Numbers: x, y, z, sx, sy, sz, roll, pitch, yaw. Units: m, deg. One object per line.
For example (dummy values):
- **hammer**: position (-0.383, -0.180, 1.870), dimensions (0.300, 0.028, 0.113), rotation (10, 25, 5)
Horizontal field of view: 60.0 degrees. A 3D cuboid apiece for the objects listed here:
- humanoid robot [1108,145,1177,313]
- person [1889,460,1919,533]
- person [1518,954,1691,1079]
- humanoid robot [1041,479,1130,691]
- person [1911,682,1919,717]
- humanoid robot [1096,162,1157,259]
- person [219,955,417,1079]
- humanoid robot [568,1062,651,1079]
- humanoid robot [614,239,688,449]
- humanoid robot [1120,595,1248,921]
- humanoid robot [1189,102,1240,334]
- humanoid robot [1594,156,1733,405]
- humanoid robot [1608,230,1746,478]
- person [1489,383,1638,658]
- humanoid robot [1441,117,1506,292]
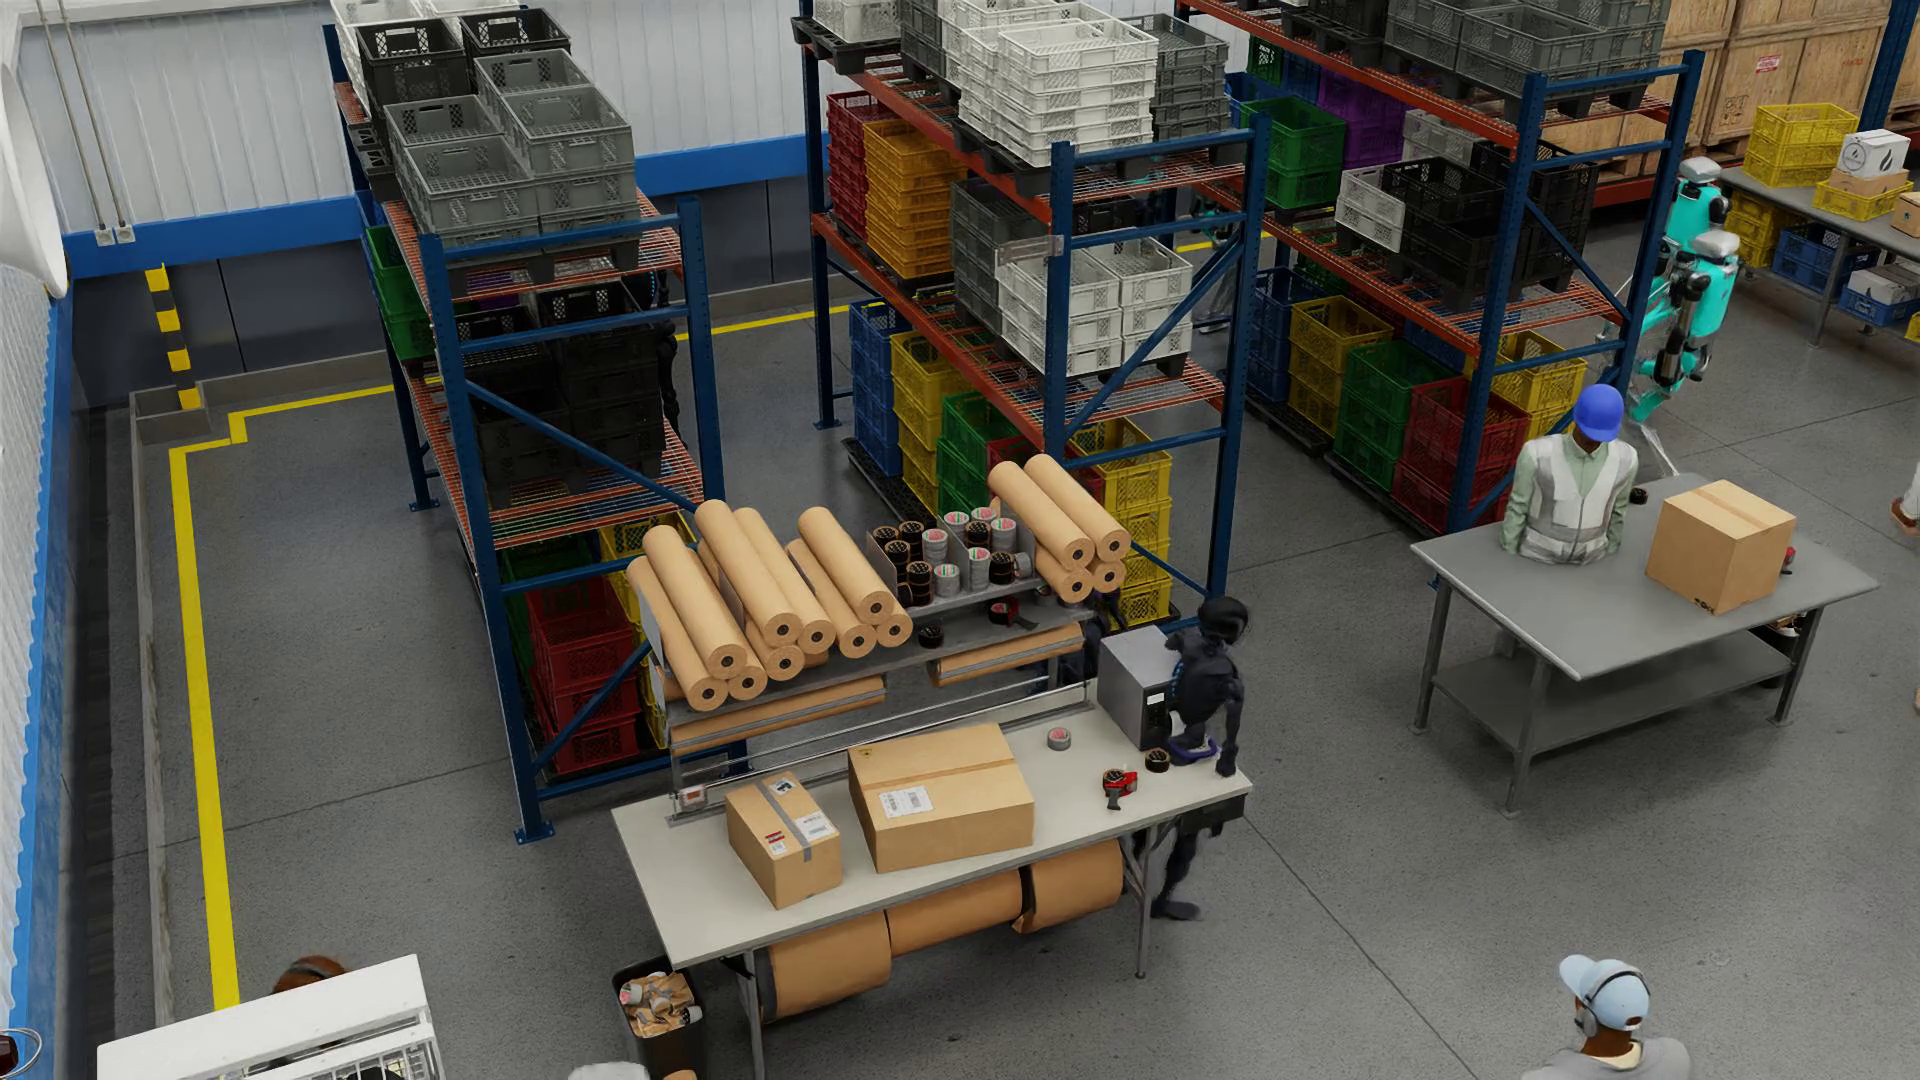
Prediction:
- **humanoid robot**: position (1.454, -2.452, 12.604), dimensions (0.550, 1.842, 0.733), rotation (18, 36, 26)
- **person**: position (5.947, -0.779, 9.724), dimensions (0.593, 1.853, 0.826), rotation (6, 32, 10)
- **person**: position (1.880, 2.002, 5.208), dimensions (0.598, 1.850, 0.394), rotation (-10, 33, -16)
- **humanoid robot**: position (0.551, 0.414, 7.995), dimensions (0.521, 1.656, 0.604), rotation (21, 37, 30)
- **person**: position (5.209, 0.076, 8.171), dimensions (0.610, 2.032, 0.417), rotation (13, 34, 20)
- **humanoid robot**: position (1.209, -2.350, 12.446), dimensions (0.392, 1.654, 0.611), rotation (-27, 41, -37)
- **person**: position (-1.884, 2.049, 5.161), dimensions (0.655, 1.822, 0.435), rotation (3, 32, 5)
- **humanoid robot**: position (-0.888, 2.378, 4.699), dimensions (0.534, 1.745, 0.942), rotation (-8, 32, -12)
- **humanoid robot**: position (-2.036, -1.279, 10.689), dimensions (0.315, 1.657, 0.599), rotation (19, 36, 28)
- **humanoid robot**: position (0.921, 0.941, 7.102), dimensions (0.462, 1.636, 0.609), rotation (-17, 35, -25)
- **humanoid robot**: position (2.035, -2.412, 12.442), dimensions (0.673, 1.766, 0.550), rotation (-11, 33, -17)
- **humanoid robot**: position (4.671, -1.729, 11.280), dimensions (0.737, 1.693, 0.530), rotation (-10, 33, -16)
- **humanoid robot**: position (4.368, -1.187, 10.545), dimensions (0.540, 1.777, 1.025), rotation (-24, 39, -33)
- **person**: position (2.961, 0.088, 8.238), dimensions (0.602, 1.937, 0.399), rotation (0, 32, 0)
- **humanoid robot**: position (3.963, -2.453, 12.616), dimensions (0.596, 1.647, 0.351), rotation (-7, 32, -12)
